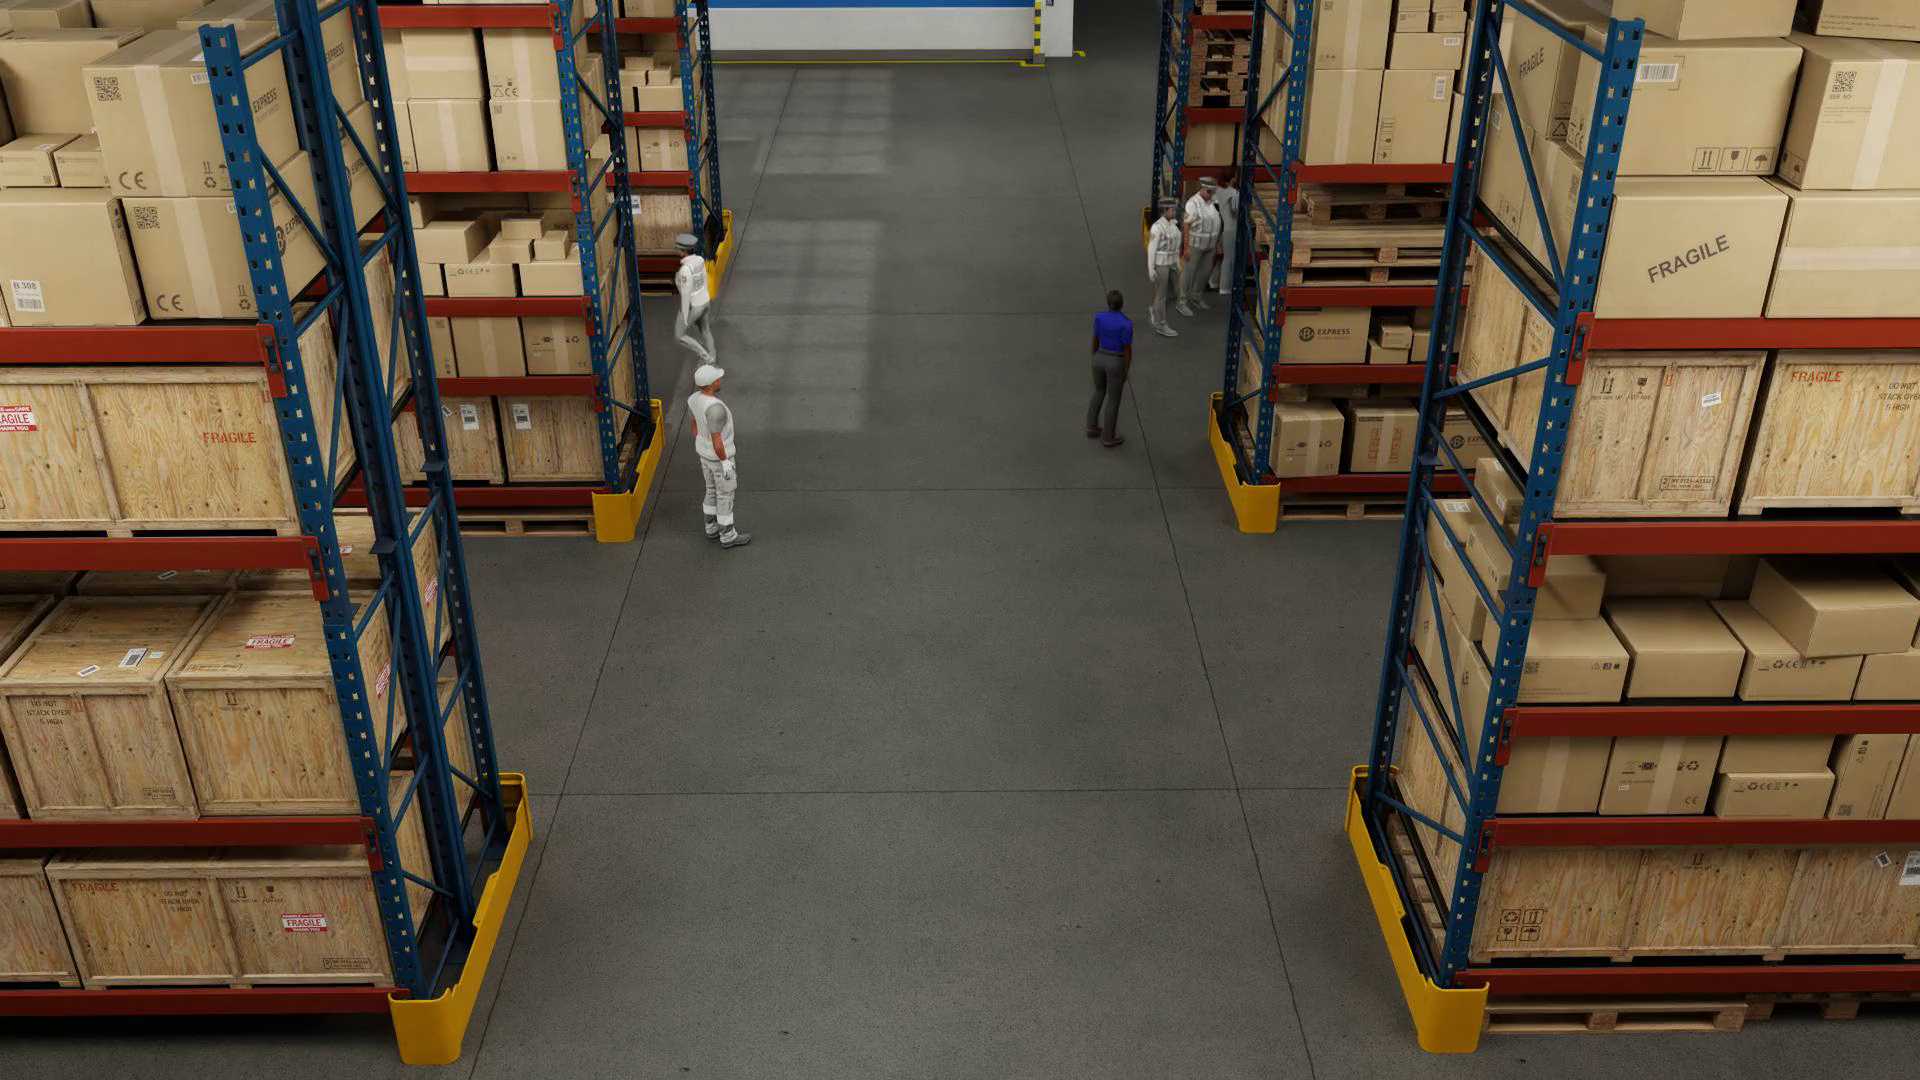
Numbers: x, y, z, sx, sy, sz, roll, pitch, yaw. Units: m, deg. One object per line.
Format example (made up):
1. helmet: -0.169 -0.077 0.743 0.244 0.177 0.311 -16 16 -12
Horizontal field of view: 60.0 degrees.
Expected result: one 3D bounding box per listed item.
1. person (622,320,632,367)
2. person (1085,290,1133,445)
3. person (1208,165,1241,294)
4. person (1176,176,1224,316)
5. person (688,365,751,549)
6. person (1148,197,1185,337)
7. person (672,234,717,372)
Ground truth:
1. person: -3.842 -2.368 18.429 0.345 1.659 0.441 3 28 5
2. person: 1.561 -1.807 17.376 0.472 1.655 0.389 16 32 27
3. person: 3.440 -4.009 21.434 0.380 1.674 0.454 -20 34 -33
4. person: 3.007 -3.695 20.825 0.574 1.764 0.431 -15 32 -26
5. person: -2.225 -0.792 15.353 0.391 1.793 0.541 -20 34 -32
6. person: 2.485 -3.332 20.195 0.565 1.677 0.512 25 37 38
7. person: -3.027 -2.655 18.925 0.417 1.672 0.536 10 30 17
